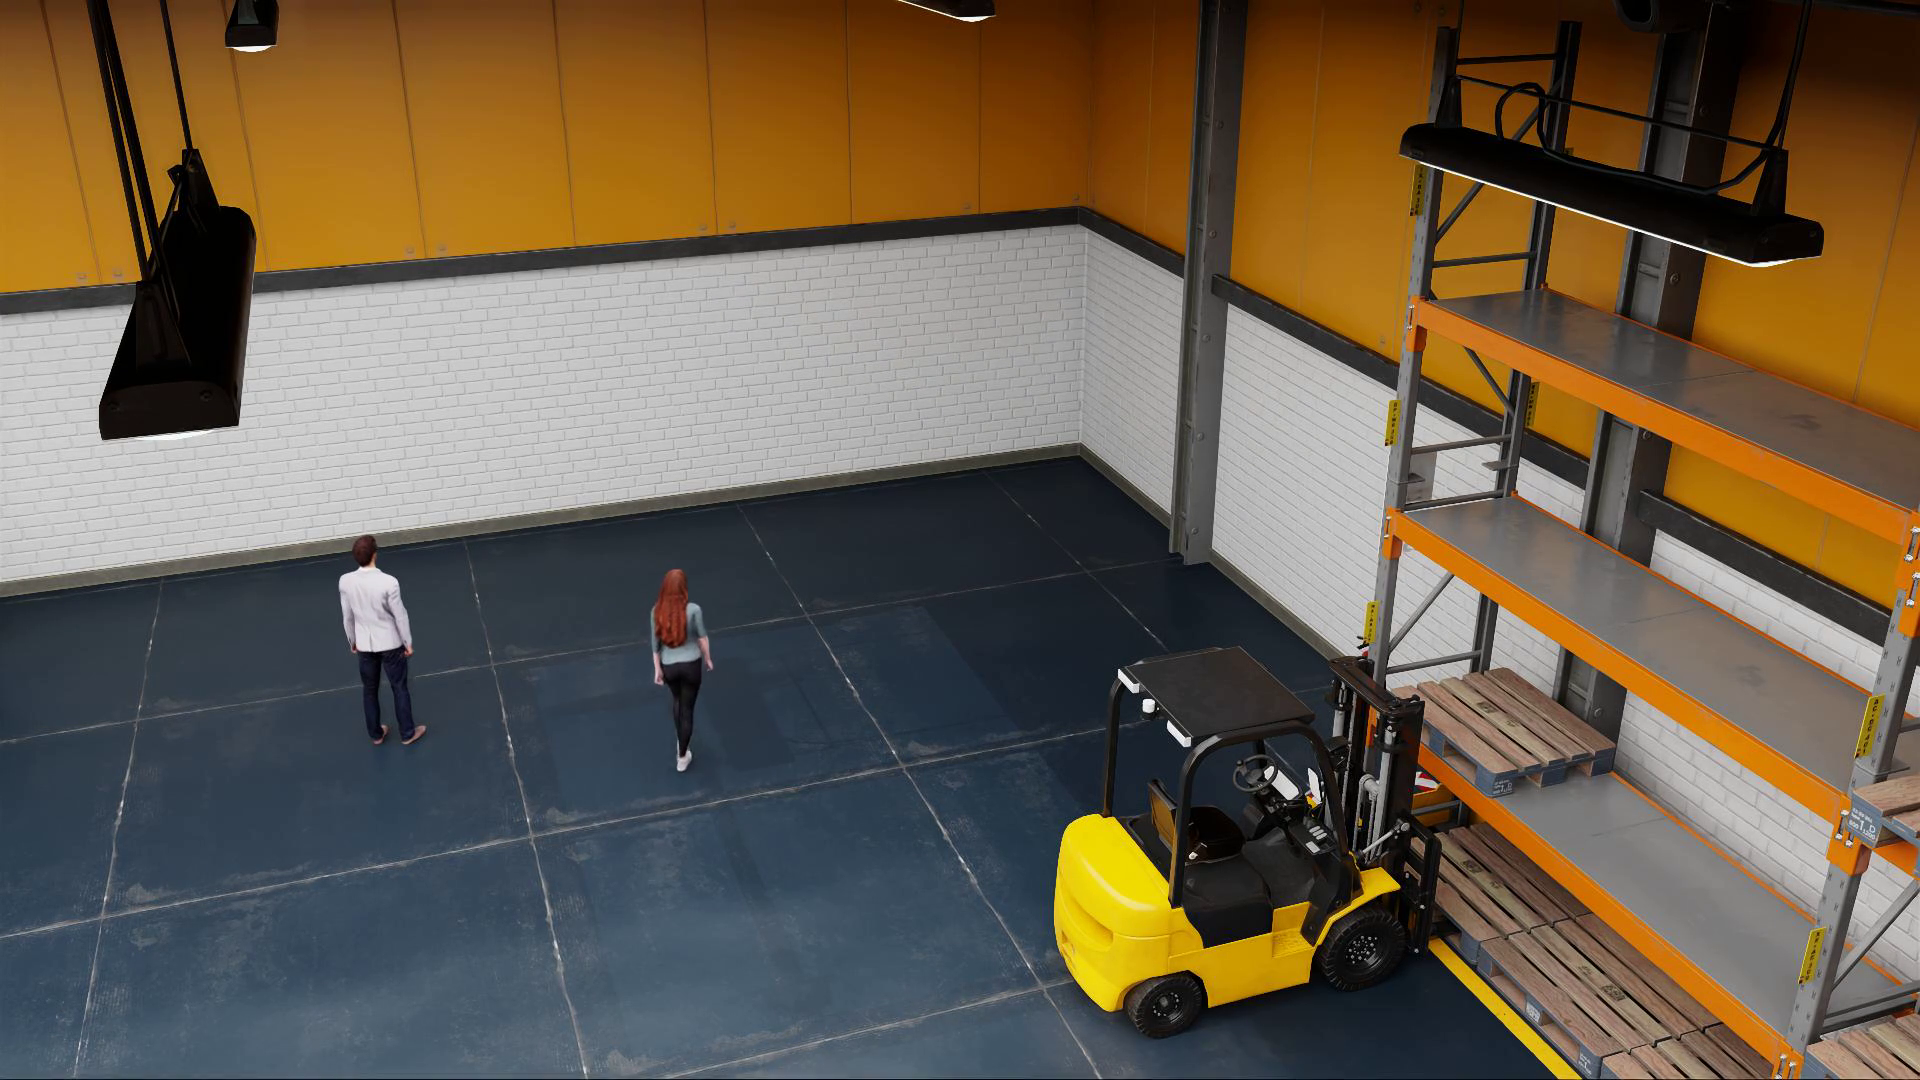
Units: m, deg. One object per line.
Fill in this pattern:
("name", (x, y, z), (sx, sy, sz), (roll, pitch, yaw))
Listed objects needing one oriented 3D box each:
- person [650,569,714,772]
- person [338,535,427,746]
("person", (-2.252, 1.081, 13.357), (0.720, 1.728, 0.777), (2, 24, 4))
("person", (-4.814, 0.838, 13.762), (0.756, 1.848, 0.714), (1, 24, 3))
